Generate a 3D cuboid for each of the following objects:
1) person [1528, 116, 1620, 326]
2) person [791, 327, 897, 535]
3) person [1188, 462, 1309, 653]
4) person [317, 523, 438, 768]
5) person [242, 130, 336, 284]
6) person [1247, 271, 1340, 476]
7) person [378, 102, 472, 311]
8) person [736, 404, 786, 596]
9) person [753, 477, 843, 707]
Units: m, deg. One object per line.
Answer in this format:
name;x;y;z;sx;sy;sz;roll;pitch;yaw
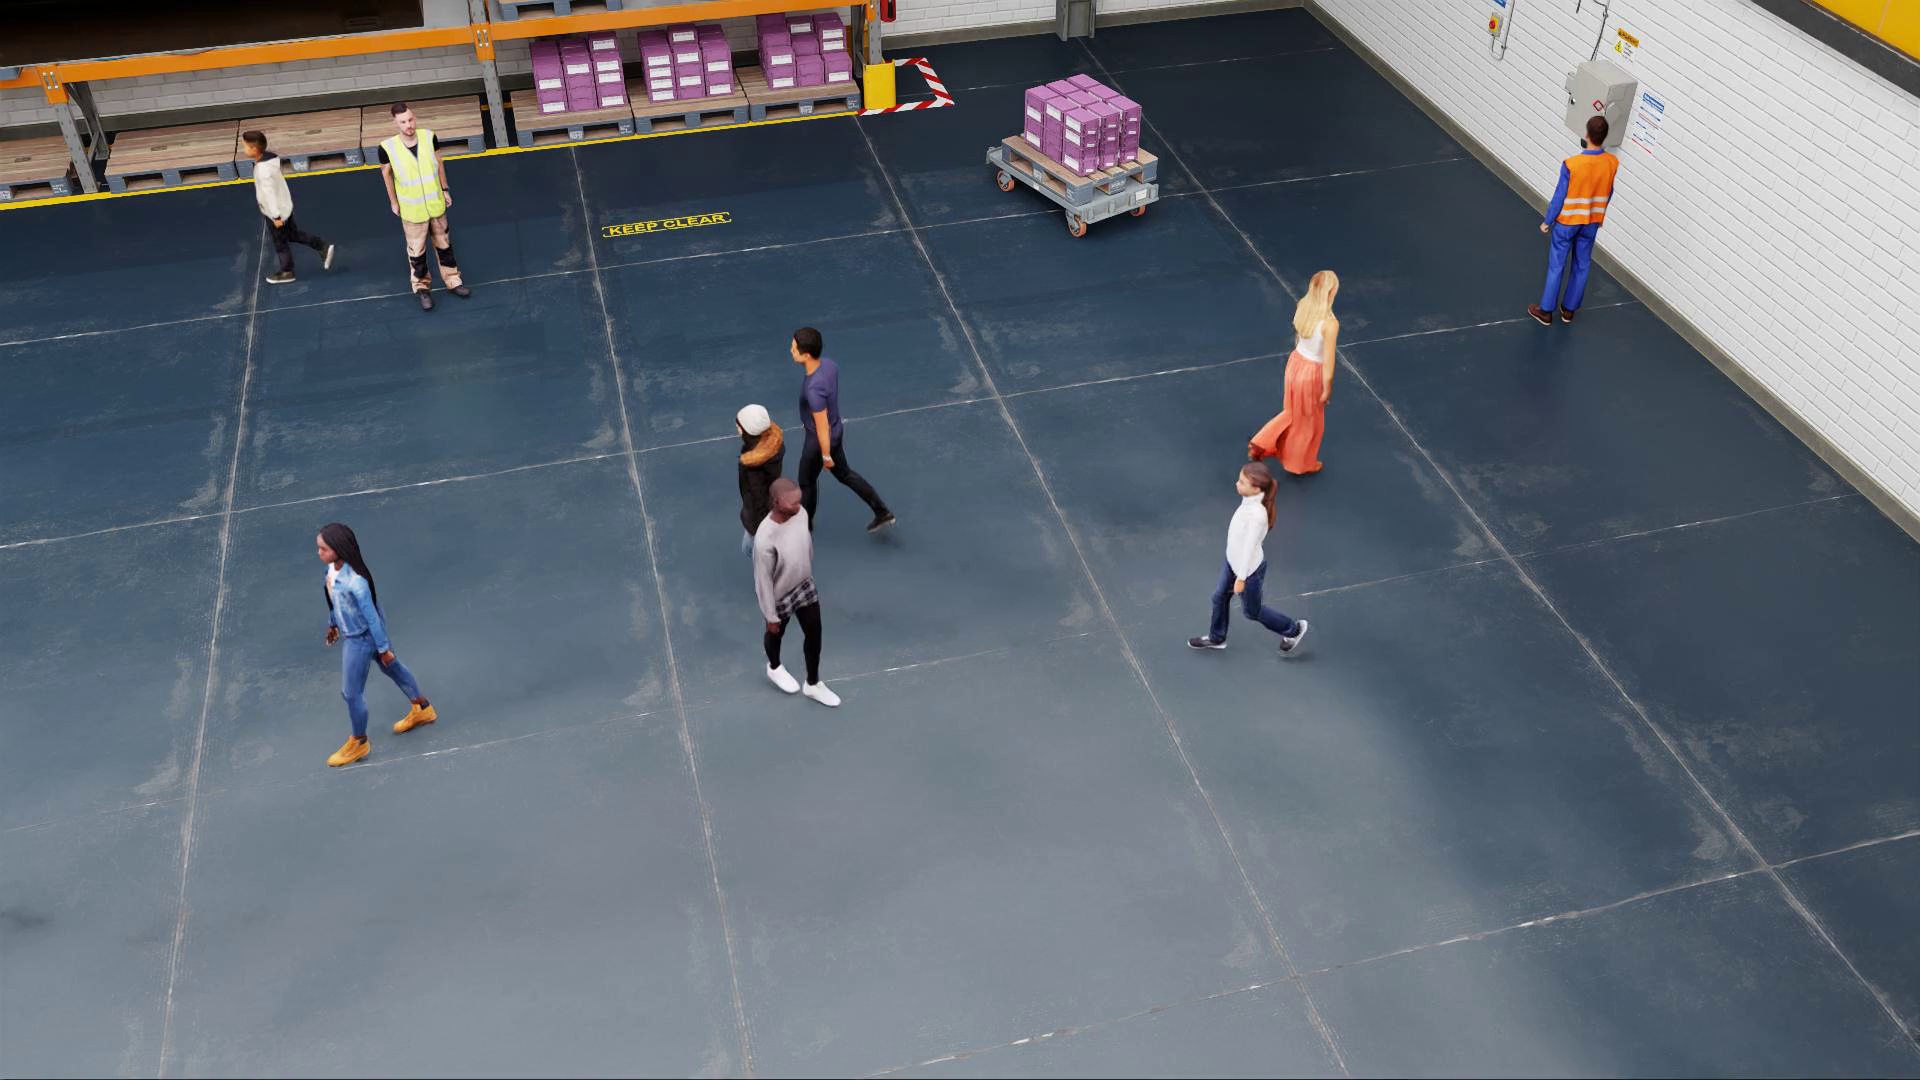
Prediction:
person;5.216;-2.692;14.075;0.585;1.858;0.779;-4;39;-5
person;-0.877;-0.711;11.675;1.221;1.758;0.961;6;39;7
person;1.932;0.163;10.758;1.018;1.536;0.633;-2;39;-3
person;-3.528;0.555;10.146;1.004;1.688;0.753;-18;42;-21
person;-5.975;-2.954;14.742;0.849;1.436;0.601;-10;40;-13
person;2.471;-1.174;12.232;0.933;1.786;0.712;-15;41;-18
person;-4.645;-2.909;14.355;0.789;1.847;0.873;-26;45;-28
person;-1.223;-0.201;11.145;0.799;1.622;0.761;9;39;11
person;-1.164;0.280;10.440;0.968;1.751;0.928;27;46;29
